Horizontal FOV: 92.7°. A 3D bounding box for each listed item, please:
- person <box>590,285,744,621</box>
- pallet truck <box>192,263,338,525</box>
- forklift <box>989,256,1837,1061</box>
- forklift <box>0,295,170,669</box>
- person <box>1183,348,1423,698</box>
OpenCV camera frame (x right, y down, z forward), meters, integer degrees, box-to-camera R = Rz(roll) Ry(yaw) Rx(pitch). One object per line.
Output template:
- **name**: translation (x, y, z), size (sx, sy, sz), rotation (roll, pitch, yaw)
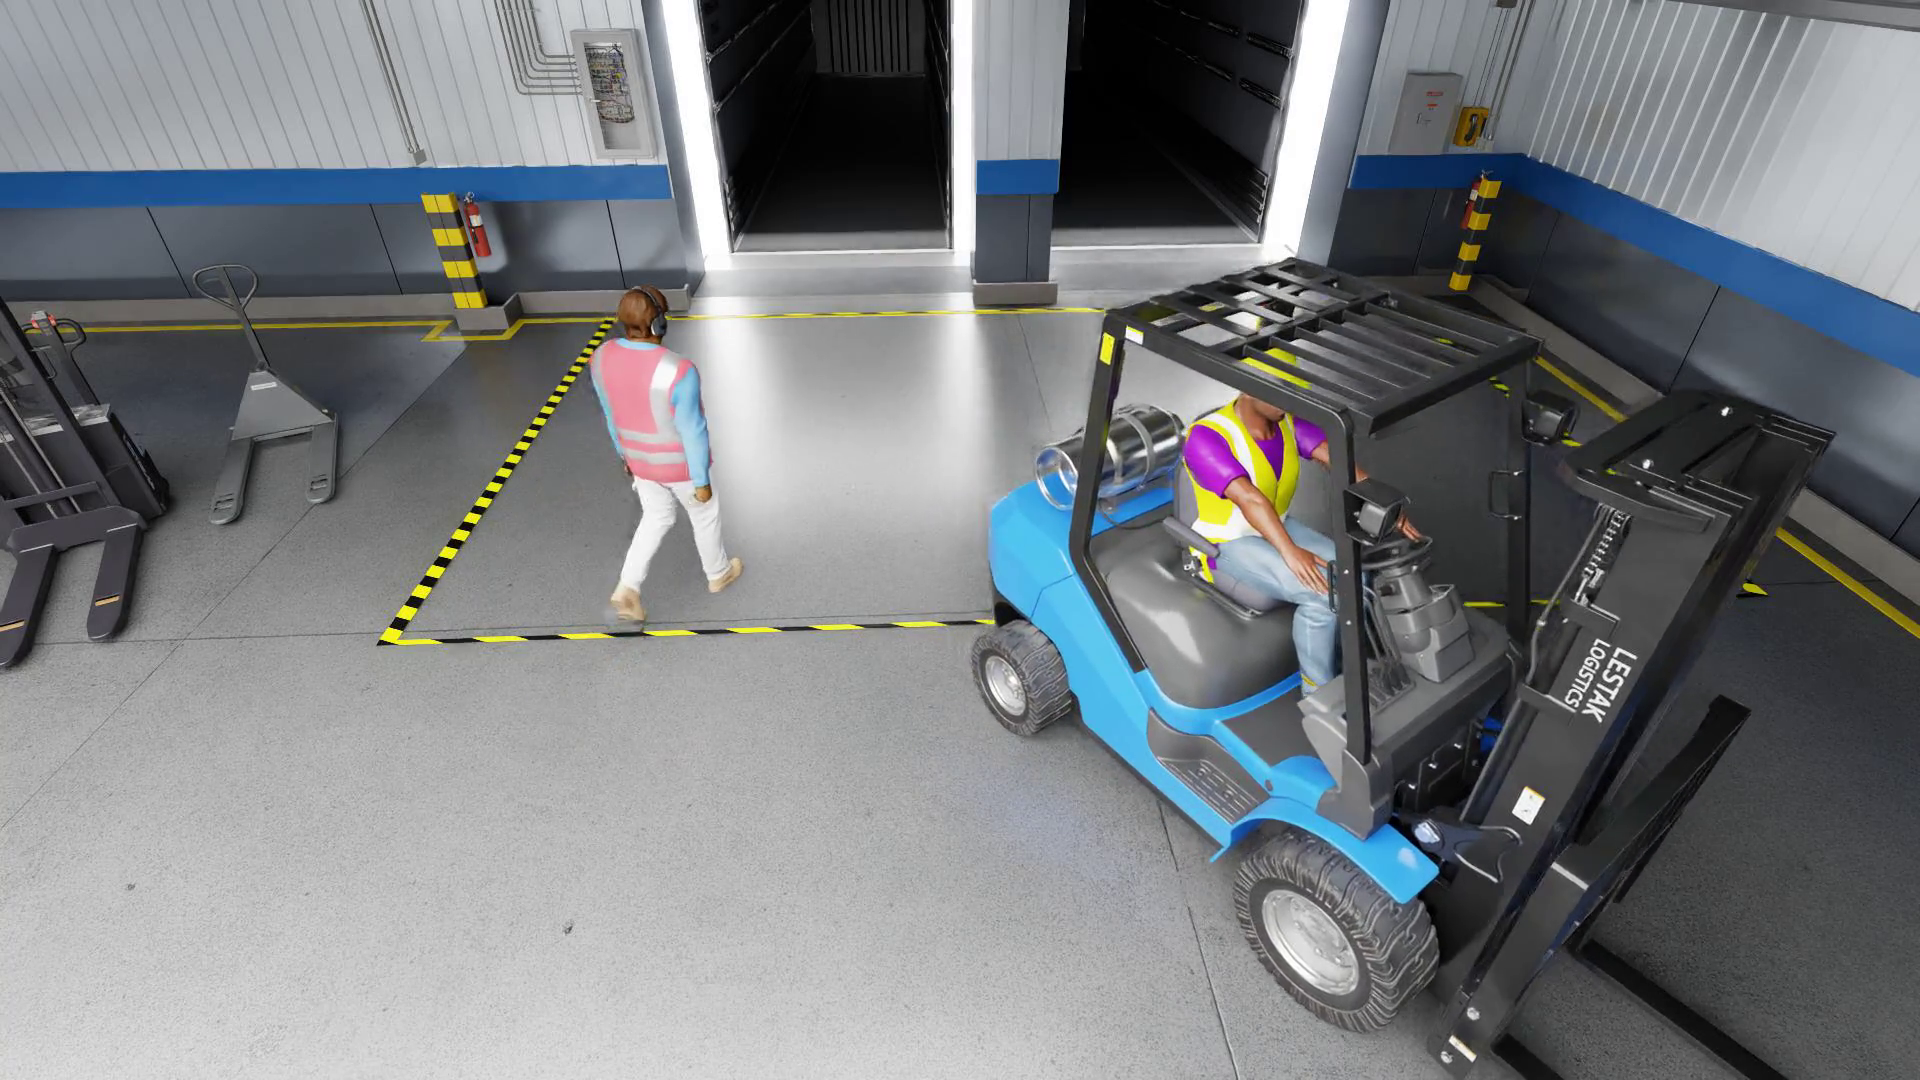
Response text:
- **person**: translation (-1.551, -0.378, 4.703), size (0.629, 1.810, 0.846), rotation (13, 37, 18)
- **pallet truck**: translation (-4.778, -1.027, 6.128), size (0.680, 1.201, 1.601), rotation (-17, 38, -23)
- **forklift**: translation (1.249, 0.117, 3.511), size (1.157, 2.036, 2.680), rotation (-22, 41, -29)
- **forklift**: translation (-5.212, -0.618, 4.878), size (0.823, 1.965, 1.885), rotation (-20, 39, -26)
- **person**: translation (1.278, -0.007, 3.361), size (0.635, 1.293, 1.004), rotation (-22, 41, -29)
